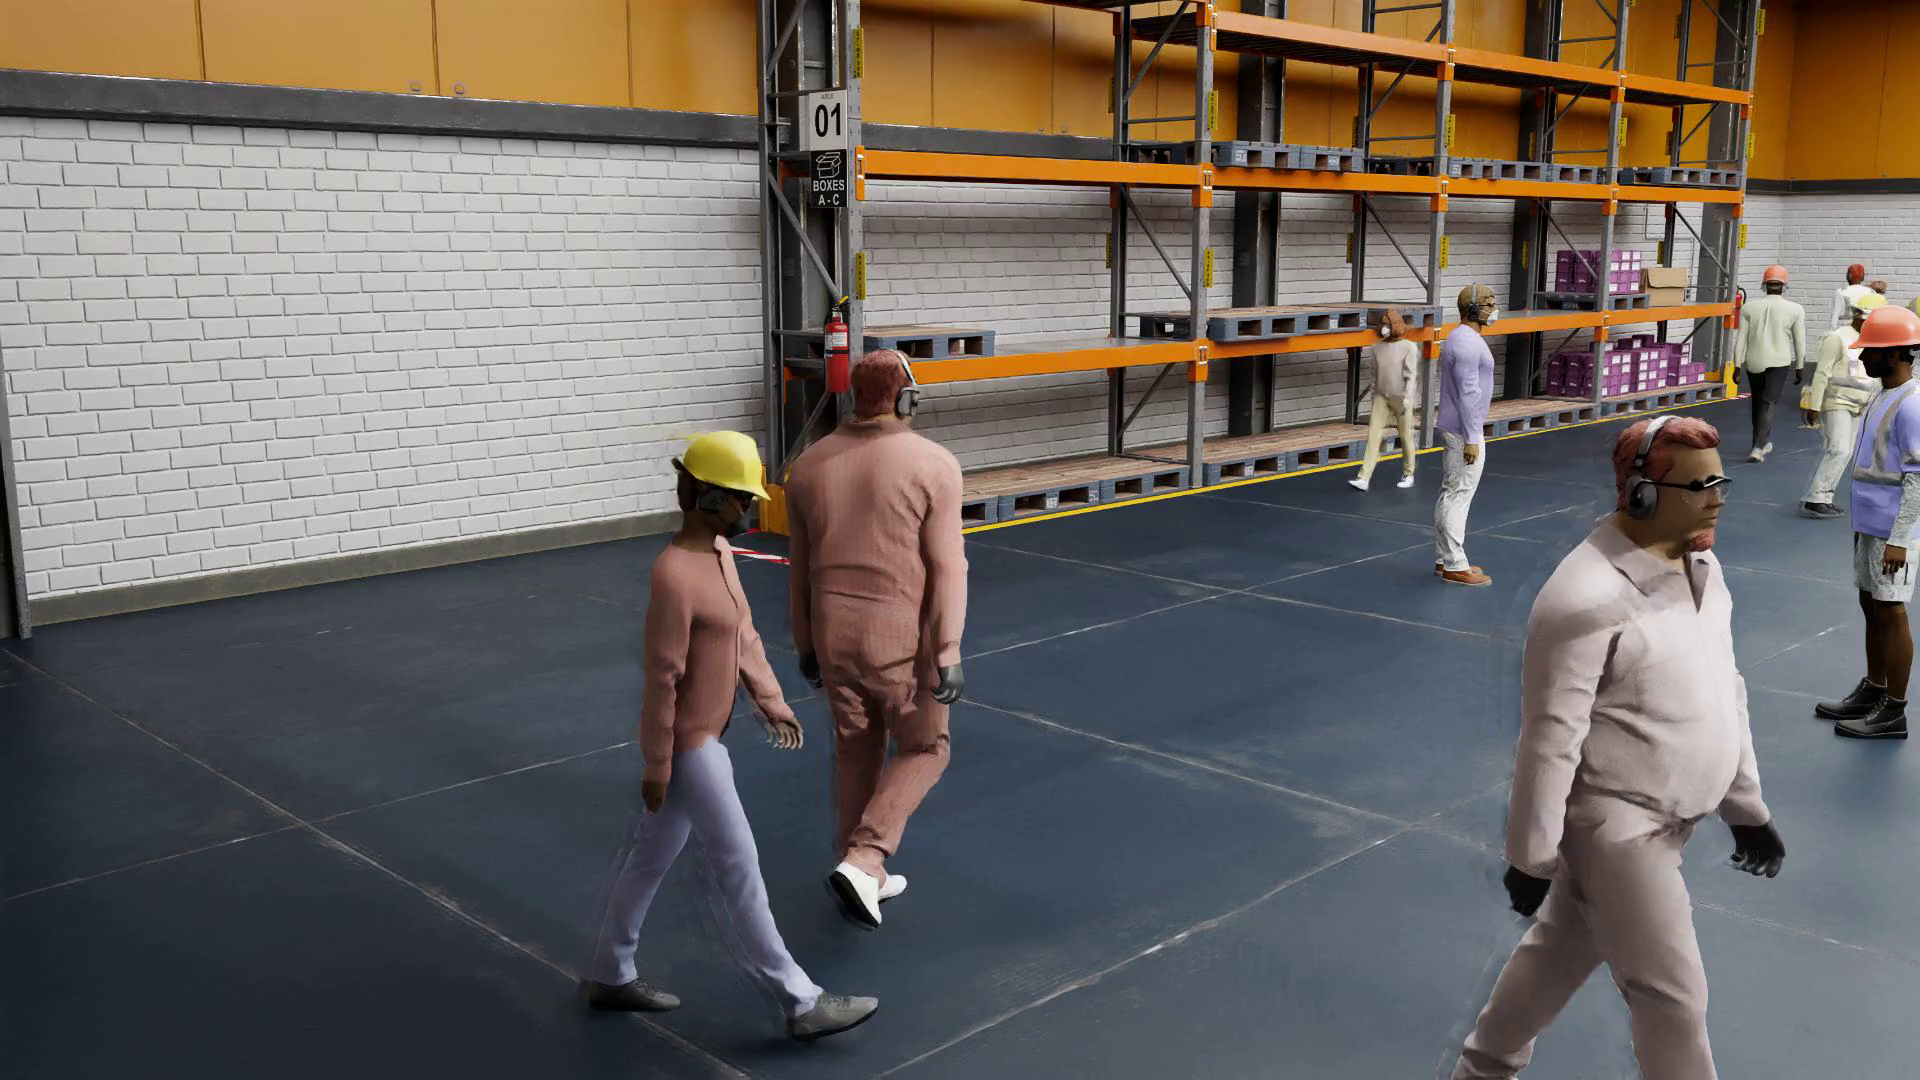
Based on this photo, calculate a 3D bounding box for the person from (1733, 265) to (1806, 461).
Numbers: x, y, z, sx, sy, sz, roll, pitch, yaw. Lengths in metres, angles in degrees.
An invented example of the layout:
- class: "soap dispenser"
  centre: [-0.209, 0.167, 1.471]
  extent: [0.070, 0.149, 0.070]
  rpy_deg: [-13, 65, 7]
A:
- class: "person"
  centre: [8.122, -1.773, 16.694]
  extent: [0.634, 1.943, 1.055]
  rpy_deg: [8, 13, 37]

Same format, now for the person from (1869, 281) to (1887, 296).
- class: "person"
  centre: [12.694, -2.799, 23.182]
  extent: [0.788, 1.594, 0.526]
  rpy_deg: [0, 10, 2]

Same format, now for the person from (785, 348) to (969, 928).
- class: "person"
  centre: [-0.292, 0.334, 5.347]
  extent: [0.678, 1.883, 0.555]
  rpy_deg: [6, 12, 29]

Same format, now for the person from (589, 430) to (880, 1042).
- class: "person"
  centre: [-0.679, 0.550, 4.647]
  extent: [0.877, 1.709, 0.524]
  rpy_deg: [0, 10, 1]

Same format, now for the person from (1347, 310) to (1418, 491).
- class: "person"
  centre: [3.777, -1.220, 14.621]
  extent: [0.850, 1.585, 0.514]
  rpy_deg: [-10, 14, -43]

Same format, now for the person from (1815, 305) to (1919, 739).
- class: "person"
  centre: [4.107, -0.073, 7.431]
  extent: [0.373, 1.933, 0.549]
  rpy_deg: [3, 11, 14]

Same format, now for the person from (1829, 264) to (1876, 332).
- class: "person"
  centre: [11.831, -2.731, 22.095]
  extent: [0.580, 1.870, 0.597]
  rpy_deg: [0, 10, -2]

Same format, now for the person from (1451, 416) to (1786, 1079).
- class: "person"
  centre: [1.556, 0.639, 3.781]
  extent: [1.014, 1.853, 0.644]
  rpy_deg: [10, 14, 43]

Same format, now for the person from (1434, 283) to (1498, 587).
- class: "person"
  centre: [3.261, -0.678, 10.720]
  extent: [0.373, 1.940, 0.628]
  rpy_deg: [2, 11, 10]

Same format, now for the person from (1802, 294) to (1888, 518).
- class: "person"
  centre: [7.046, -1.055, 13.209]
  extent: [0.655, 1.778, 0.415]
  rpy_deg: [-6, 12, -28]

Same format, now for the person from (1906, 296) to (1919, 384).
- class: "person"
  centre: [10.784, -2.043, 18.424]
  extent: [0.429, 1.847, 0.626]
  rpy_deg: [-8, 13, -39]

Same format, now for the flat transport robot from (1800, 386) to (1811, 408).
- class: "flat transport robot"
  centre: [11.383, -1.870, 21.772]
  extent: [0.652, 0.197, 1.431]
  rpy_deg: [5, 12, 27]
